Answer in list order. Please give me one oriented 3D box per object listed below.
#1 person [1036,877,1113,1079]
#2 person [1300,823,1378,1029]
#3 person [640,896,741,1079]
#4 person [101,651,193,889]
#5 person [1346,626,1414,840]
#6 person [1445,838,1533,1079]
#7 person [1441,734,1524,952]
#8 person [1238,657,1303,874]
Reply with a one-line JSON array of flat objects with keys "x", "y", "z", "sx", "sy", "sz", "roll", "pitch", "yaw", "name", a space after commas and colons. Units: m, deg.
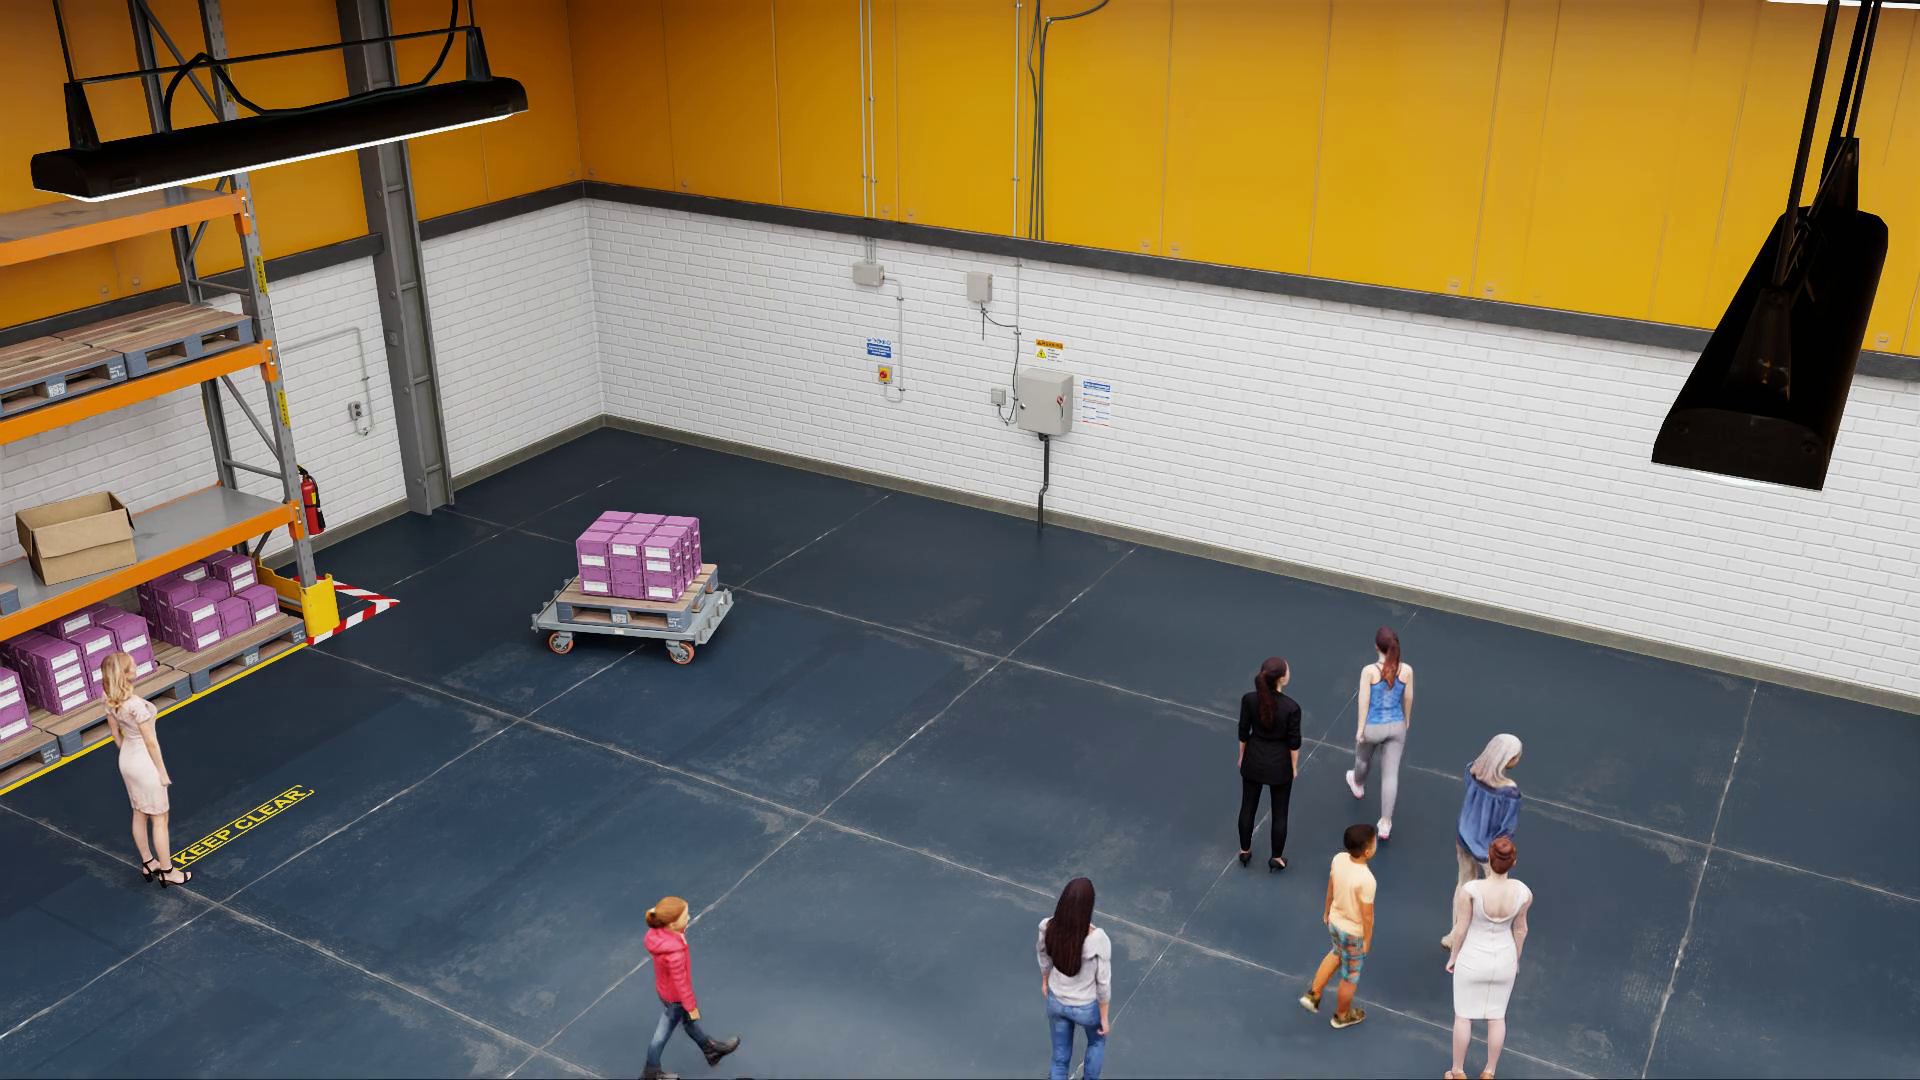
[{"x": 0.615, "y": 2.667, "z": 9.360, "sx": 0.645, "sy": 1.617, "sz": 0.663, "roll": 11, "pitch": 26, "yaw": 23, "name": "person"}, {"x": 2.336, "y": 2.386, "z": 10.207, "sx": 0.773, "sy": 1.453, "sz": 0.692, "roll": -13, "pitch": 27, "yaw": -28, "name": "person"}, {"x": -1.755, "y": 2.674, "z": 9.754, "sx": 0.923, "sy": 1.289, "sz": 0.854, "roll": -7, "pitch": 25, "yaw": -16, "name": "person"}, {"x": -5.692, "y": 1.593, "z": 11.550, "sx": 0.570, "sy": 1.830, "sz": 0.484, "roll": 13, "pitch": 27, "yaw": 27, "name": "person"}, {"x": 3.122, "y": 1.440, "z": 12.234, "sx": 0.970, "sy": 1.563, "sz": 1.161, "roll": 0, "pitch": 24, "yaw": 0, "name": "person"}, {"x": 3.031, "y": 2.463, "z": 9.607, "sx": 0.641, "sy": 1.793, "sz": 0.624, "roll": 2, "pitch": 24, "yaw": 4, "name": "person"}, {"x": 3.315, "y": 2.019, "z": 10.756, "sx": 0.882, "sy": 1.686, "sz": 0.793, "roll": -16, "pitch": 28, "yaw": -32, "name": "person"}, {"x": 2.168, "y": 1.598, "z": 11.752, "sx": 0.595, "sy": 1.661, "sz": 0.538, "roll": 12, "pitch": 26, "yaw": 26, "name": "person"}]
